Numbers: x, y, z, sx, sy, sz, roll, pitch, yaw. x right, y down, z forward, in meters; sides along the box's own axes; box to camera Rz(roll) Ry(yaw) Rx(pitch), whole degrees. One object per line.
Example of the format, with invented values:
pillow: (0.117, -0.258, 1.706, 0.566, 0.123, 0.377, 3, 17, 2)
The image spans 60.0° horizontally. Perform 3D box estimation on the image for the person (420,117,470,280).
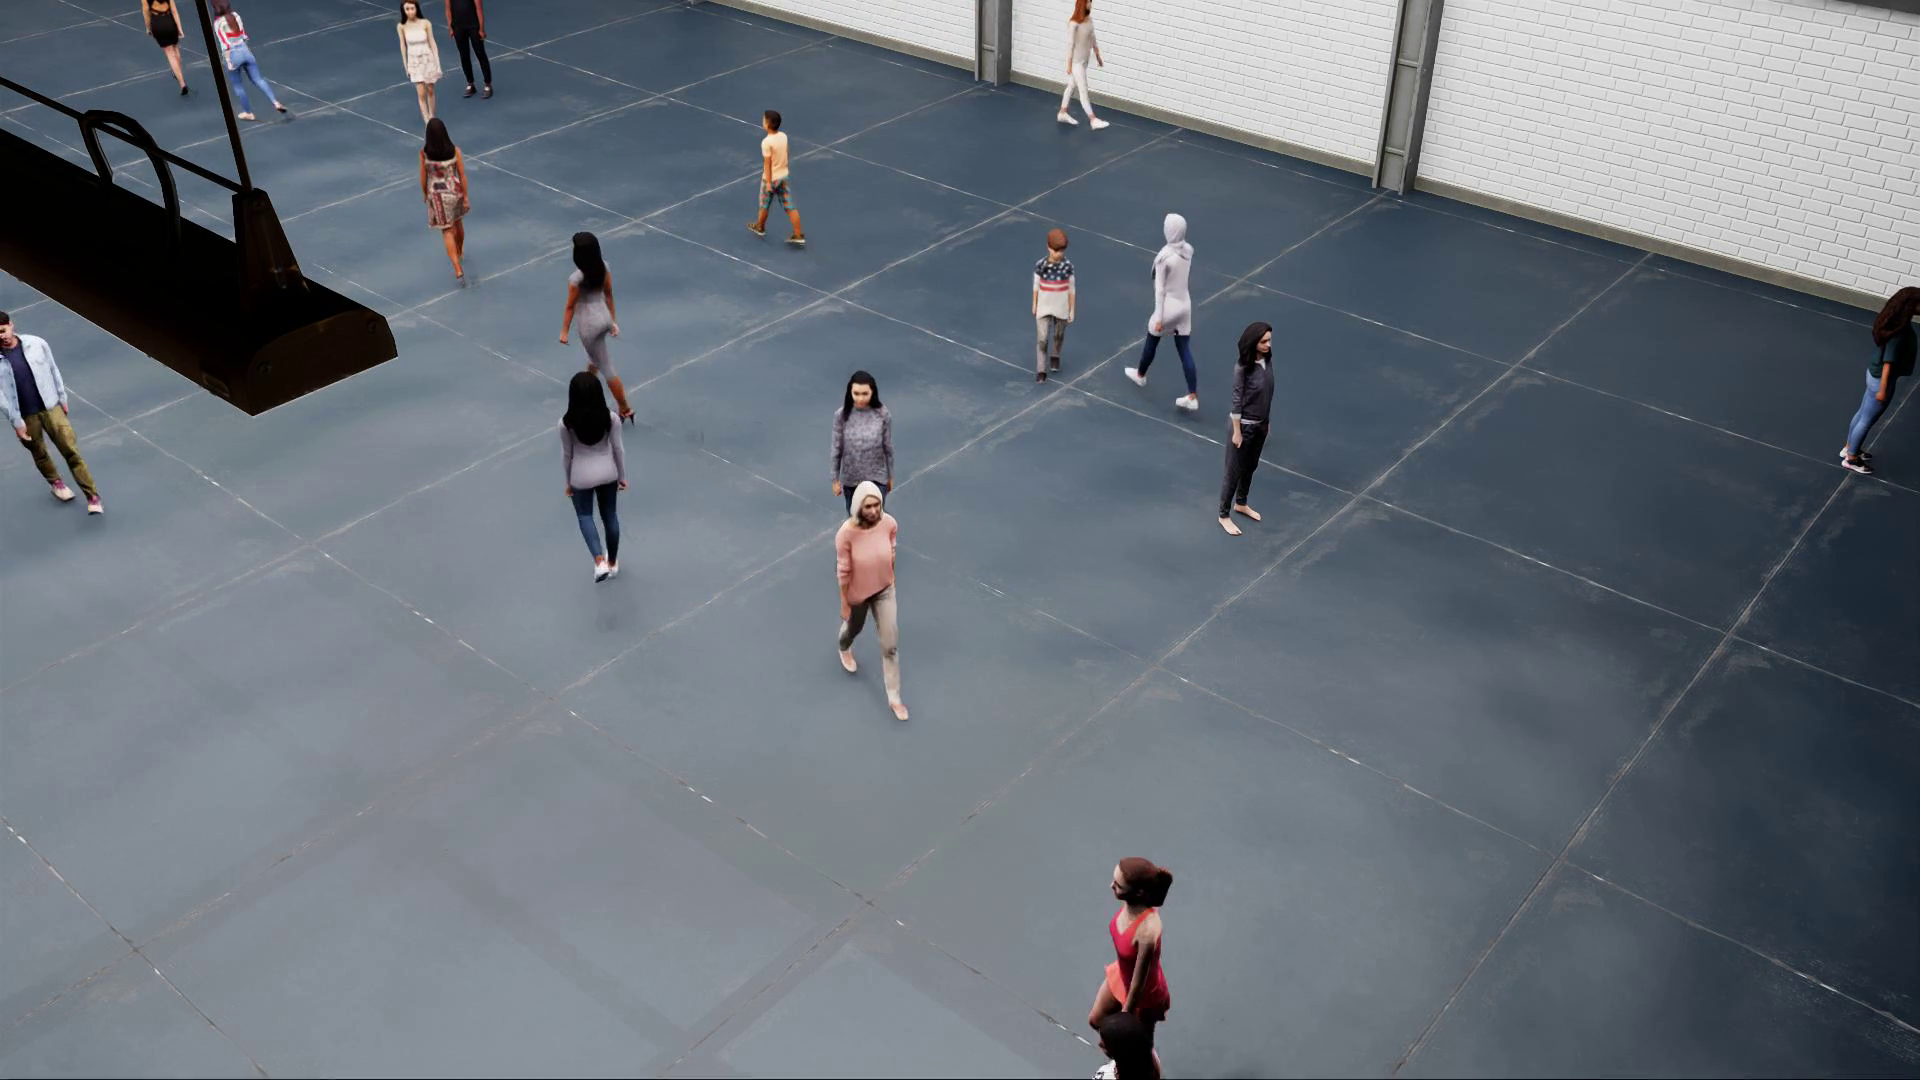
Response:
person: (-5.218, -3.442, 16.898, 0.935, 1.606, 1.213, -15, 36, -21)

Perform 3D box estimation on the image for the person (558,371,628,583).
person: (-2.668, -0.403, 12.218, 0.816, 1.725, 0.905, -11, 35, -16)

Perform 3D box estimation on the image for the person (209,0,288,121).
person: (-8.967, -6.022, 20.790, 0.918, 1.594, 0.742, 18, 37, 24)

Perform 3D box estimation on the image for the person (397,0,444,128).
person: (-6.573, -5.804, 20.361, 0.845, 1.707, 0.970, -11, 35, -16)

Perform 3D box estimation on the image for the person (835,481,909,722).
person: (-0.657, 0.315, 11.181, 0.921, 1.679, 1.234, -16, 37, -22)

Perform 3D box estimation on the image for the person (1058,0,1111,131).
person: (1.401, -5.944, 20.596, 1.058, 1.680, 0.700, 19, 38, 26)

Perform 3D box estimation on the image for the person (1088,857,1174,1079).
person: (0.968, 2.228, 8.251, 0.785, 1.734, 0.718, -7, 34, -10)

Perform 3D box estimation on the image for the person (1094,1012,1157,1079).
person: (0.824, 2.766, 7.425, 1.107, 1.754, 0.917, 7, 34, 11)

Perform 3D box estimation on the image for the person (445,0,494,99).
person: (-6.373, -6.653, 21.541, 0.700, 1.814, 0.814, 4, 34, 6)

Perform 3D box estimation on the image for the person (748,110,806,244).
person: (-1.890, -3.804, 17.604, 0.984, 1.428, 0.537, 25, 41, 33)

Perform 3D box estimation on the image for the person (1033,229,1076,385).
person: (0.857, -2.180, 15.172, 0.864, 1.416, 0.888, 0, 34, 1)

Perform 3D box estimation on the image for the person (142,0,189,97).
person: (-10.284, -6.554, 21.578, 0.698, 1.608, 1.061, -23, 40, -30)

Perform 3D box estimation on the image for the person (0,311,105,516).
person: (-7.317, -1.016, 13.101, 0.853, 1.769, 1.186, -25, 41, -33)

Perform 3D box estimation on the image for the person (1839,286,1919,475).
person: (7.613, -1.342, 13.729, 0.673, 1.617, 0.663, 14, 36, 20)

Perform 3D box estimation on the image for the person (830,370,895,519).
person: (-0.707, -0.512, 12.401, 1.128, 1.705, 1.140, 0, 34, 0)

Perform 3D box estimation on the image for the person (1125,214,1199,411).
person: (1.915, -1.946, 14.539, 0.834, 1.726, 1.234, -21, 39, -28)

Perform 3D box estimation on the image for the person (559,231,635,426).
person: (-3.041, -1.761, 14.238, 1.044, 1.751, 0.740, 16, 37, 22)

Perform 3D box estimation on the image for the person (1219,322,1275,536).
person: (2.233, -0.900, 12.931, 0.520, 1.765, 0.600, 28, 43, 35)
